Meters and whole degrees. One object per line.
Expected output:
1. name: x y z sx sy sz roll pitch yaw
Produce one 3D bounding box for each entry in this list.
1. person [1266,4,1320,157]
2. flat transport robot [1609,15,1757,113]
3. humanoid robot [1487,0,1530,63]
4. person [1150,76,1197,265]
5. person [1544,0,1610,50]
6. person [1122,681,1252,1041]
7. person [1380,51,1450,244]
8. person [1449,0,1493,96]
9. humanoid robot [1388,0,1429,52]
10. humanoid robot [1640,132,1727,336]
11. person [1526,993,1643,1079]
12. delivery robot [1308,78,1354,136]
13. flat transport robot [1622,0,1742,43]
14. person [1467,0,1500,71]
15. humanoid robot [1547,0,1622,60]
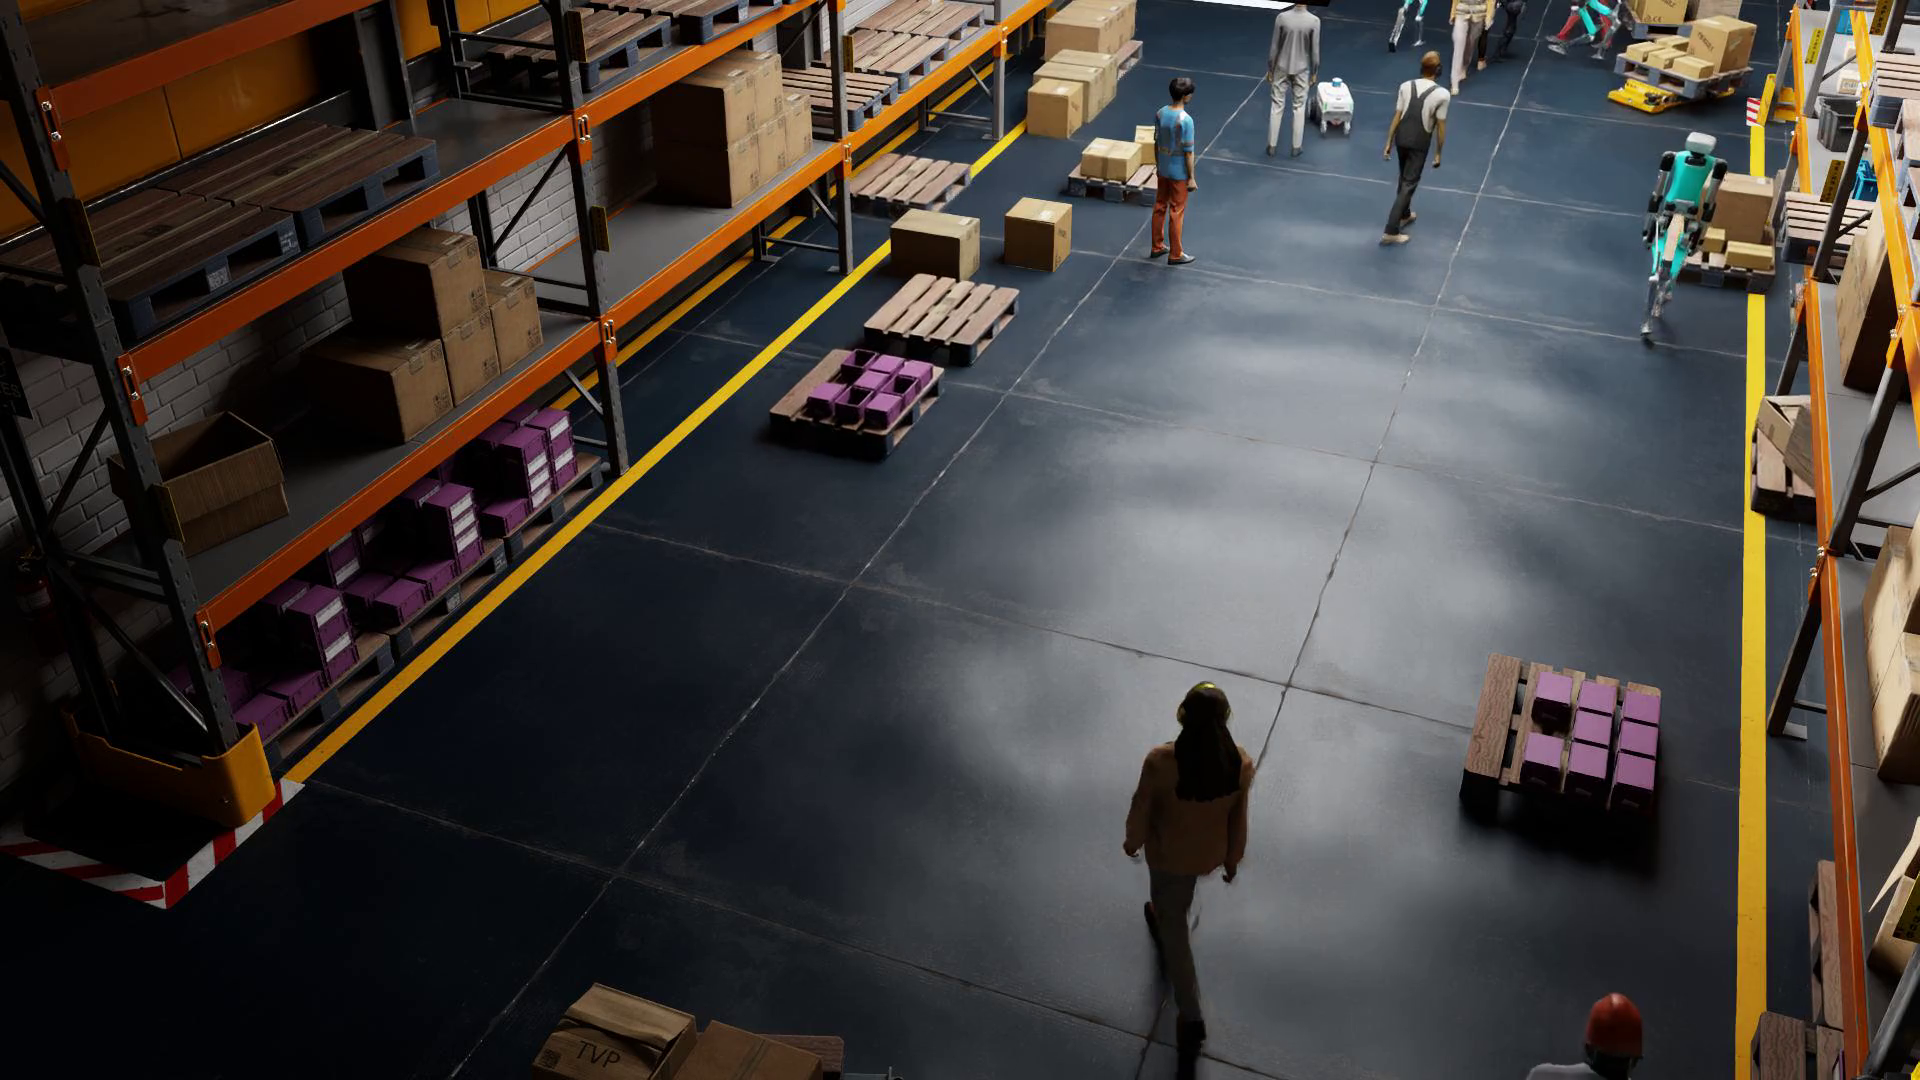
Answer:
1. person: 3.591 -5.067 17.945 0.552 1.891 0.399 7 34 11
2. flat transport robot: 8.556 -5.409 19.963 1.431 0.231 0.659 -17 37 -24
3. humanoid robot: 6.993 -6.818 20.858 0.522 1.630 0.614 -4 33 -7
4. person: 2.008 -3.449 15.550 0.323 1.766 0.493 -23 39 -31
5. person: 8.133 -7.195 21.387 0.833 1.718 0.534 24 40 32
6. person: 1.086 1.470 7.885 0.538 1.832 0.966 -9 34 -14
7. person: 4.372 -3.787 16.065 0.529 1.793 0.823 27 41 35
8. person: 6.159 -6.336 20.051 0.476 1.734 0.928 8 34 12
9. humanoid robot: 5.847 -7.141 21.354 0.869 1.833 0.552 -28 42 -36
10. humanoid robot: 6.106 -2.523 14.213 0.548 1.787 1.054 12 35 17
11. person: 2.398 2.469 6.456 0.587 1.683 0.923 16 36 24
12. delivery robot: 4.280 -4.975 19.044 0.499 0.613 0.817 2 33 3
13. flat transport robot: 9.329 -6.578 21.773 0.659 0.231 1.431 6 33 9
14. person: 6.467 -6.707 20.663 0.530 1.689 0.322 15 36 22
15. humanoid robot: 7.888 -6.728 20.647 0.991 1.728 0.564 28 42 36
